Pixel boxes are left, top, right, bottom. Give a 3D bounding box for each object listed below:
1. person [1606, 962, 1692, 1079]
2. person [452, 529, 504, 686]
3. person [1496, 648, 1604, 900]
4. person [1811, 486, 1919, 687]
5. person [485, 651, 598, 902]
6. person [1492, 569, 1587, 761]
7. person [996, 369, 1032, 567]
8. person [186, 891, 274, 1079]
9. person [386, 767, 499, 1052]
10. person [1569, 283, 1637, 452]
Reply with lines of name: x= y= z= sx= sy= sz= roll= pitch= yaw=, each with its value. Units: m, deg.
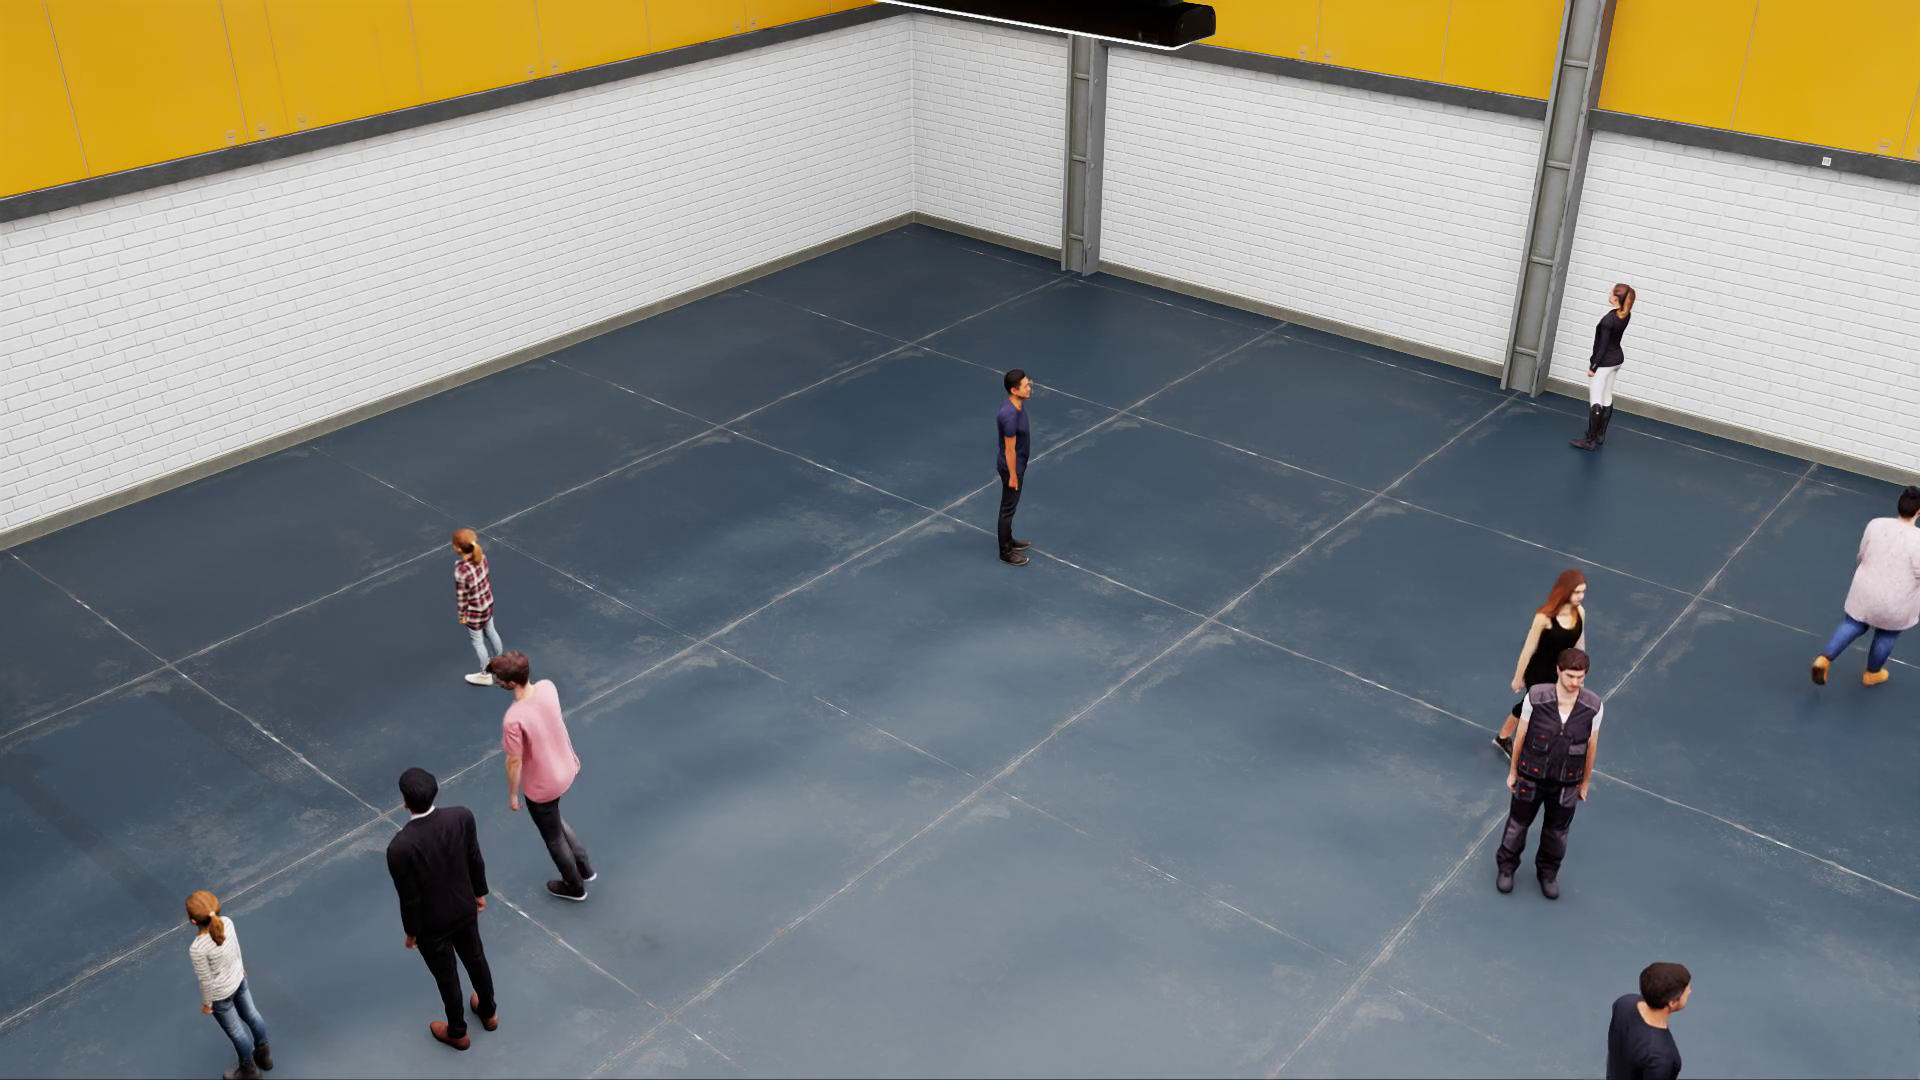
person: x=3.199 y=2.792 z=8.075 sx=1.004 sy=1.858 sz=0.926 roll=0 pitch=29 yaw=1
person: x=-3.728 y=0.502 z=12.851 sx=0.587 sy=1.303 sz=0.592 roll=10 pitch=30 yaw=18
person: x=3.725 y=1.469 z=10.516 sx=0.688 sy=1.844 sz=0.804 roll=7 pitch=29 yaw=12
person: x=6.937 y=0.402 z=12.599 sx=0.946 sy=1.722 sz=1.037 roll=-16 pitch=32 yaw=-26
person: x=-2.499 y=1.521 z=10.327 sx=0.744 sy=1.932 sz=0.777 roll=13 pitch=31 yaw=22
person: x=4.065 y=0.921 z=11.694 sx=0.910 sy=1.678 sz=1.209 roll=-12 pitch=31 yaw=-21
person: x=0.447 y=-0.658 z=14.467 sx=0.728 sy=1.793 sz=0.715 roll=3 pitch=29 yaw=5
person: x=-4.060 y=2.478 z=9.218 sx=0.571 sy=1.316 sz=0.536 roll=9 pitch=30 yaw=16
person: x=-2.906 y=2.074 z=9.365 sx=0.535 sy=1.883 sz=0.688 roll=23 pitch=36 yaw=36
person: x=6.398 y=-1.723 z=16.488 sx=0.598 sy=1.728 sz=0.587 roll=-23 pitch=36 yaw=-35
